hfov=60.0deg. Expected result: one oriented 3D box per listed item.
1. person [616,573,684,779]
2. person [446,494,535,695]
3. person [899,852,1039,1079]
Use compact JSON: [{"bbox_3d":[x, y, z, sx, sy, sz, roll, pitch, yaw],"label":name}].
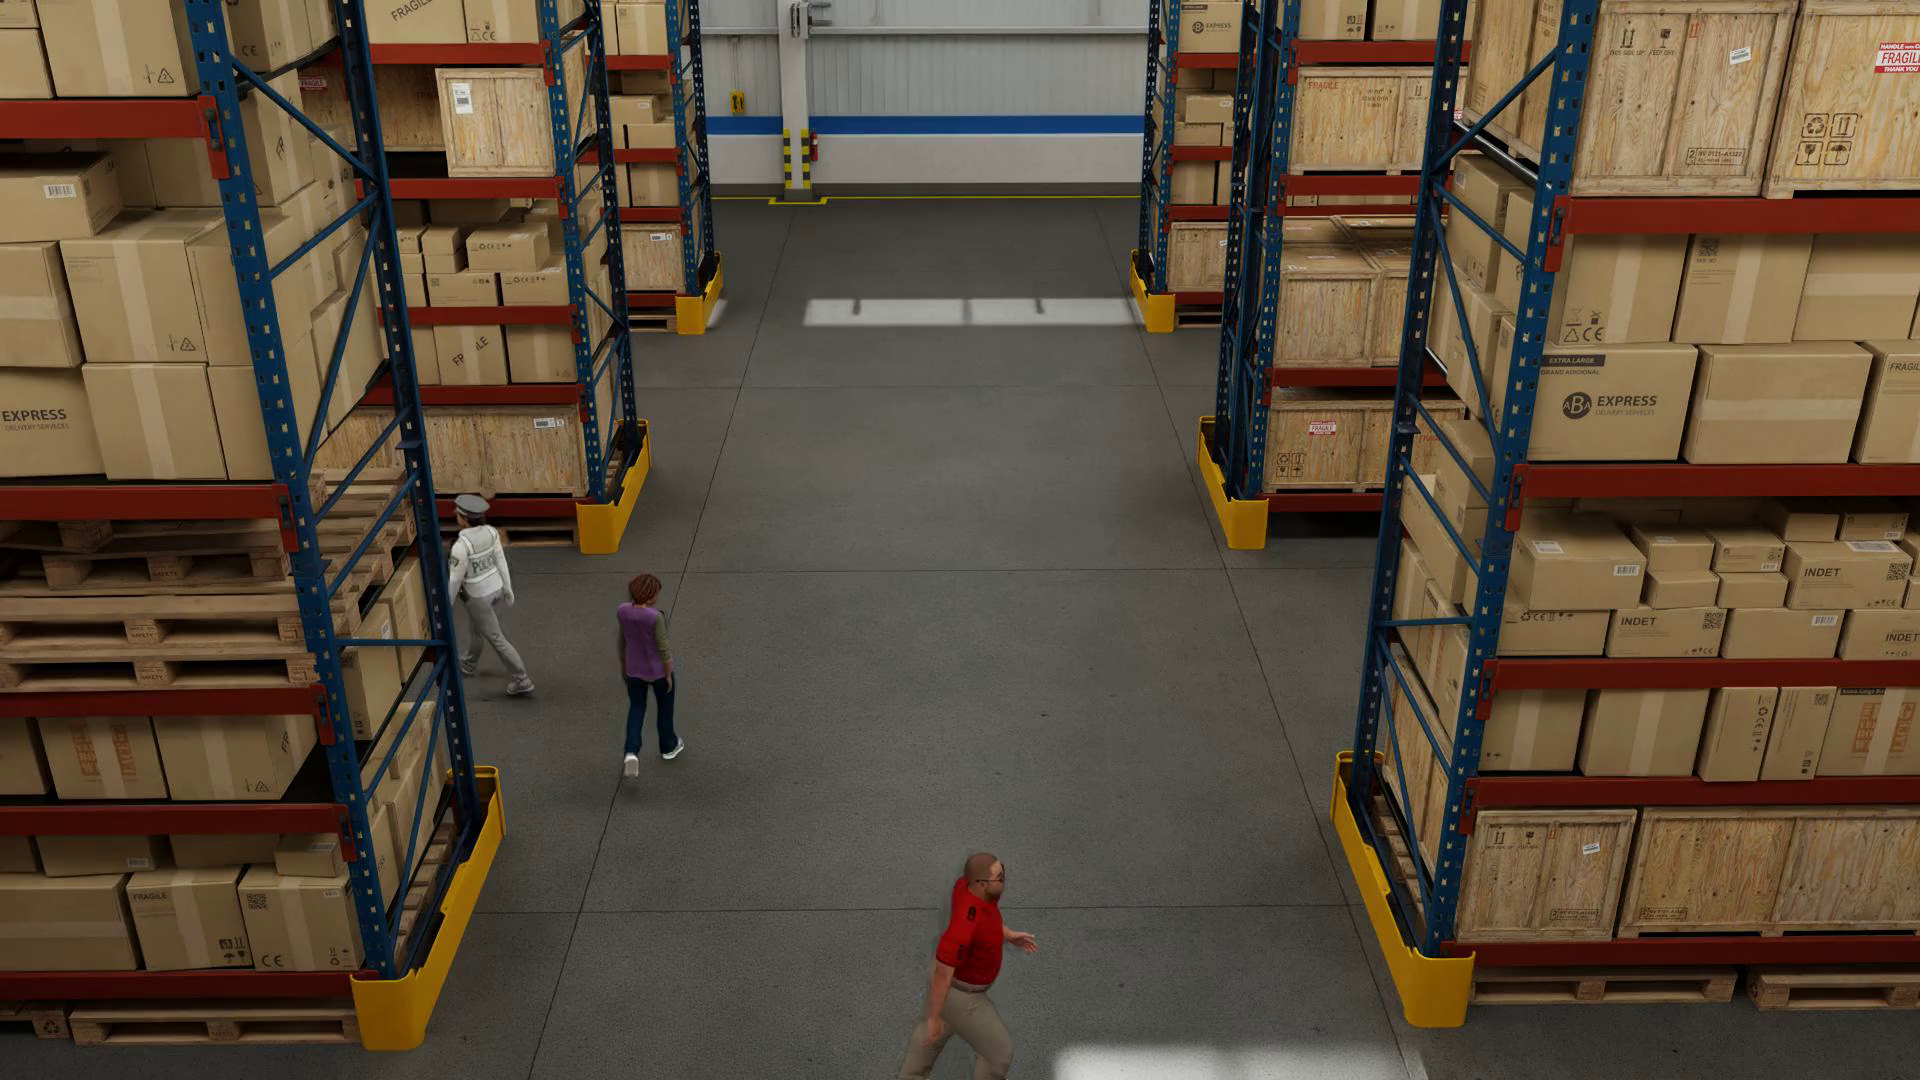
[{"bbox_3d":[-2.268,0.962,12.009,0.445,1.593,0.711,6,26,12],"label":"person"},{"bbox_3d":[-3.811,0.415,13.093,0.959,1.645,0.508,9,27,19],"label":"person"},{"bbox_3d":[0.043,2.388,8.860,0.785,1.677,0.714,-1,25,-2],"label":"person"}]
